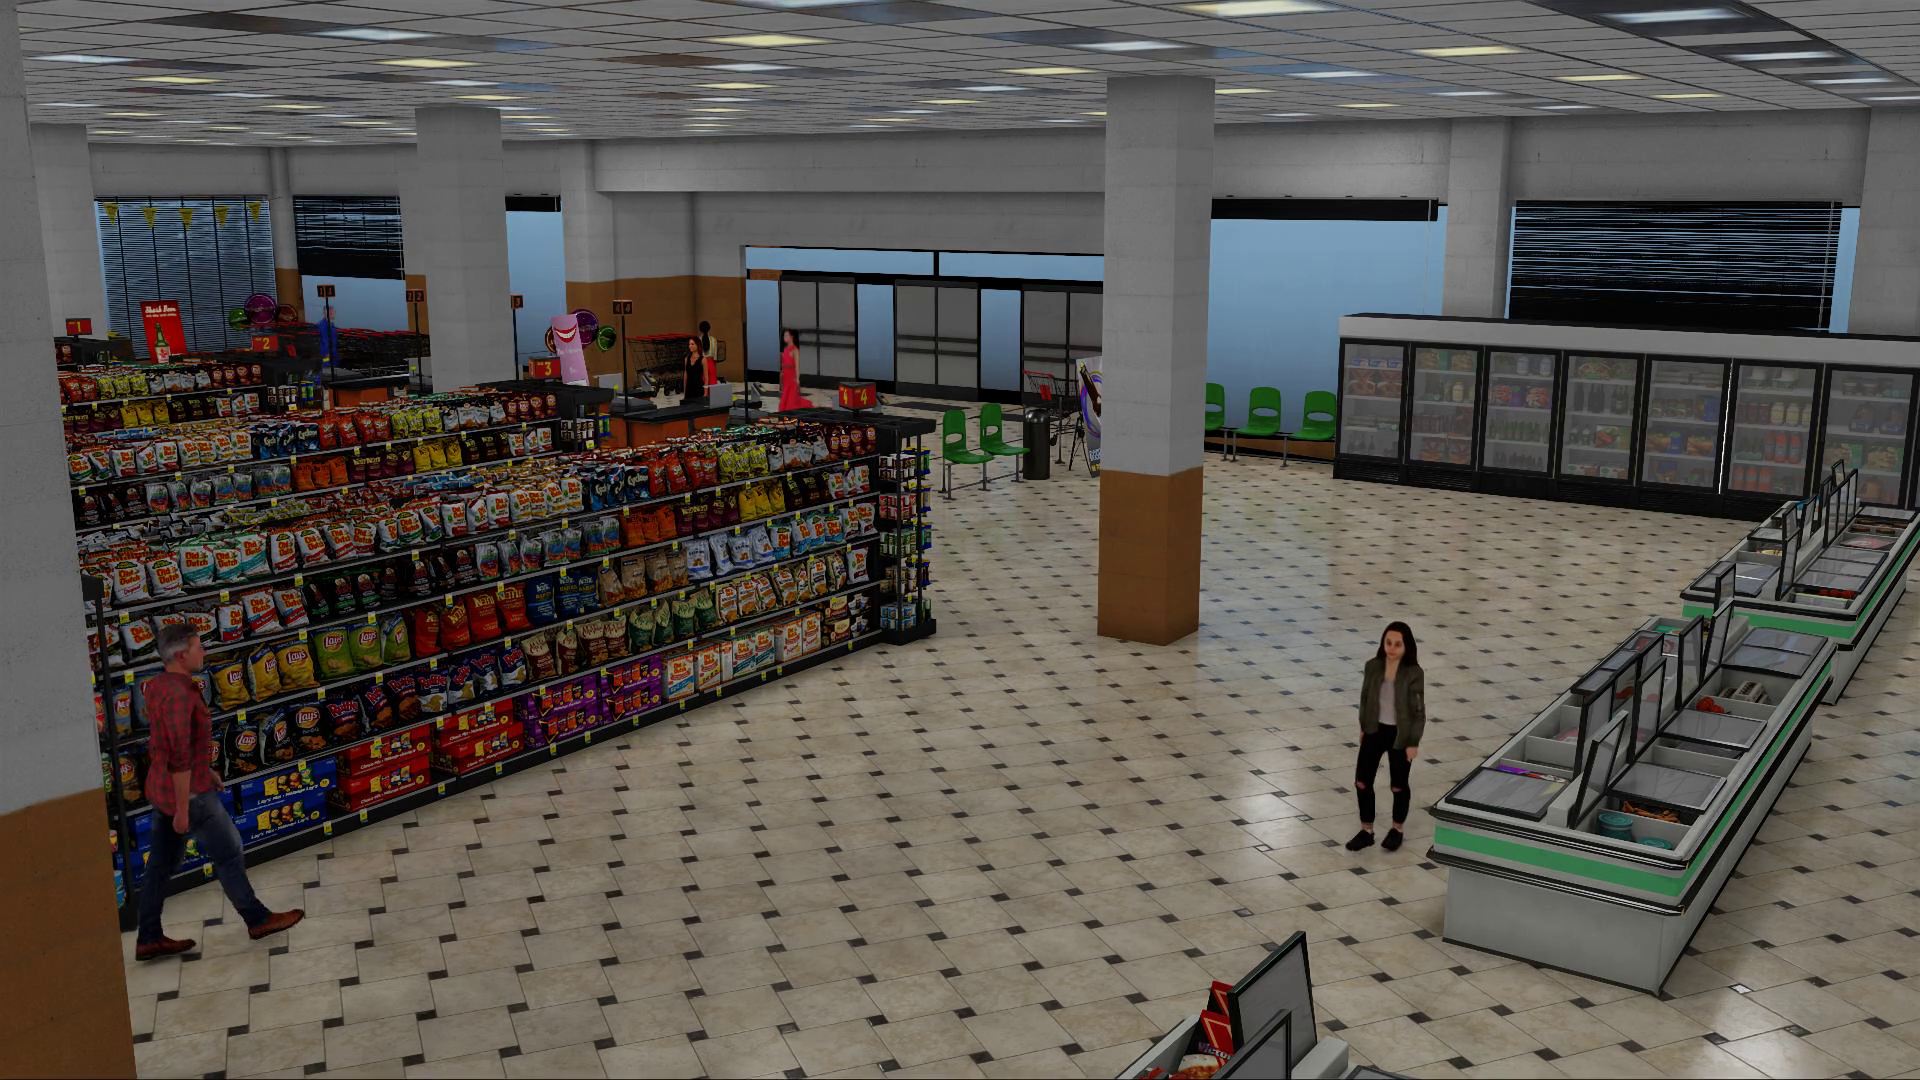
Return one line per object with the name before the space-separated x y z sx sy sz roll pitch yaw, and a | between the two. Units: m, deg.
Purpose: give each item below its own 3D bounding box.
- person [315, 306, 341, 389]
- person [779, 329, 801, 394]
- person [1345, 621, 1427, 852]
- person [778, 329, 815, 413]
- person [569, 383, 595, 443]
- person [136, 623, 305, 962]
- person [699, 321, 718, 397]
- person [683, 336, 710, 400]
person | -12.380 -3.656 32.494 1.093 1.814 1.049 0 12 -2
person | -3.013 -2.883 29.234 0.601 1.645 0.692 -11 16 -42
person | 2.693 1.200 10.282 0.622 1.464 0.681 9 15 38
person | -2.816 -2.723 28.326 1.105 1.705 0.831 -8 14 -35
person | -4.650 -1.049 20.443 1.053 1.680 0.842 -9 15 -36
person | -4.191 1.354 8.745 1.152 1.797 0.897 -9 15 -38
person | -4.456 -2.949 29.191 0.592 1.792 0.727 -8 14 -32
person | -4.045 -2.205 25.557 0.617 1.835 0.582 5 13 23
